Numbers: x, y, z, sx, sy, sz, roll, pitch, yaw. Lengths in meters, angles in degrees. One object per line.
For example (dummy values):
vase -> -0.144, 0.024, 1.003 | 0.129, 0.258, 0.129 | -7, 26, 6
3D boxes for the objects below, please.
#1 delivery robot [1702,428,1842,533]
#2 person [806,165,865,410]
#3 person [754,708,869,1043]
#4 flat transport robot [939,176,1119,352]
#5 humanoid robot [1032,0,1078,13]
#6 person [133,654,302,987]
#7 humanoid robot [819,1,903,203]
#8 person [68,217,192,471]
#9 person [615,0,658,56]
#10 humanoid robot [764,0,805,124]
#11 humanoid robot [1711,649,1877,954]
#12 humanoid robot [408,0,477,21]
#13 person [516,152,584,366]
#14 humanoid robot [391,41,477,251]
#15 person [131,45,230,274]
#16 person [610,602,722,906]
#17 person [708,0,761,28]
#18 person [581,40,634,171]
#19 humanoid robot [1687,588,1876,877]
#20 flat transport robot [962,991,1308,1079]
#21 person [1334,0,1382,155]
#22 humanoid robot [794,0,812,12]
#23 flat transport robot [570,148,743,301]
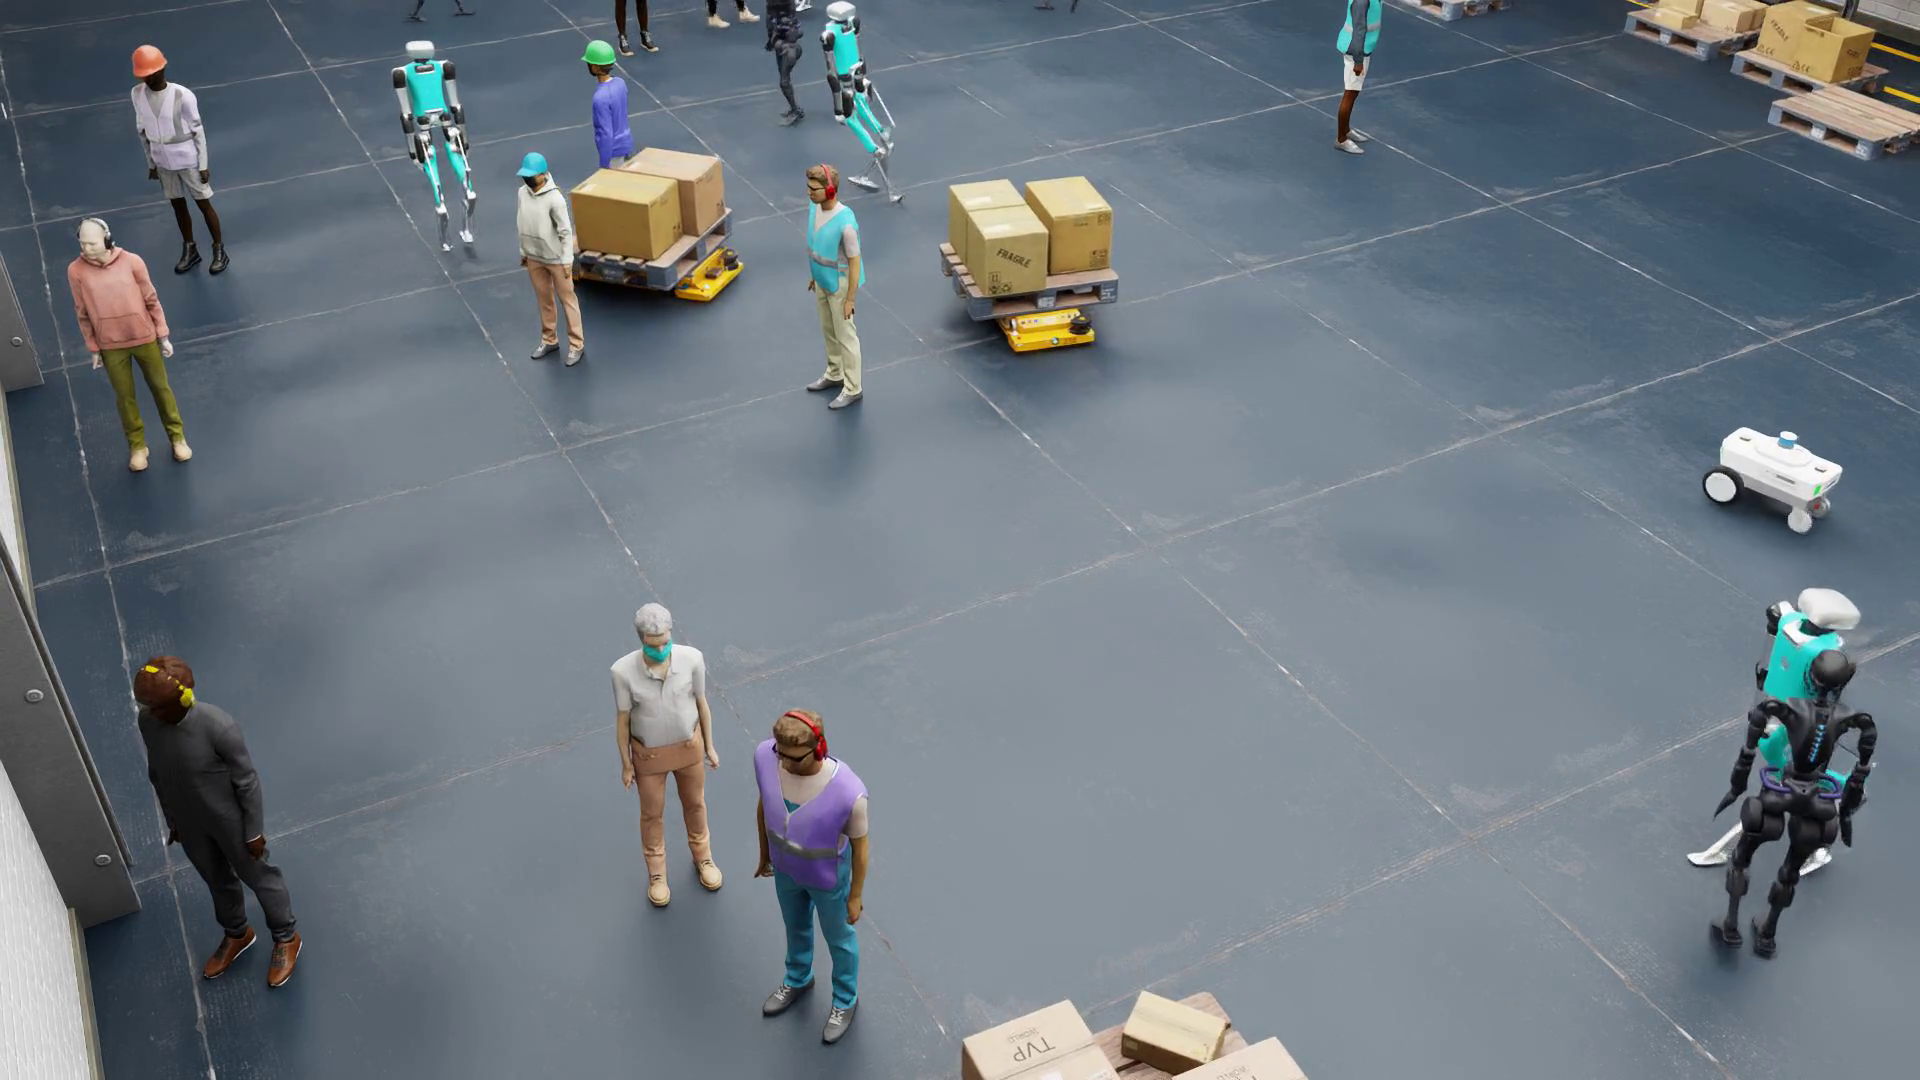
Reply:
delivery robot -> 5.440, -0.456, 11.098 | 0.499, 0.571, 0.756 | -27, 43, -33
person -> -0.893, -1.830, 11.955 | 0.373, 1.842, 0.568 | -20, 40, -26
person -> -0.641, 1.439, 7.290 | 0.562, 1.843, 0.391 | 19, 39, 25
flat transport robot -> 0.550, -1.965, 13.521 | 0.659, 0.231, 1.431 | -9, 36, -13
humanoid robot -> 1.160, -7.056, 19.571 | 0.600, 1.637, 0.593 | 7, 36, 10
person -> -3.366, 1.265, 7.512 | 0.491, 1.874, 0.355 | 7, 36, 9
humanoid robot -> -0.781, -3.891, 15.054 | 0.862, 1.842, 0.537 | 18, 39, 23
person -> -5.634, -1.347, 11.275 | 0.523, 1.835, 0.371 | -14, 37, -18
person -> -3.655, -6.329, 18.285 | 0.605, 1.958, 0.374 | -19, 39, -25
humanoid robot -> -1.738, -5.024, 16.663 | 0.371, 1.650, 0.595 | -20, 40, -27
humanoid robot -> 3.879, 1.226, 7.742 | 0.594, 1.634, 0.391 | 9, 36, 13
humanoid robot -> -6.156, -6.880, 19.352 | 0.780, 1.625, 0.599 | -4, 35, -6
person -> -3.099, -2.117, 12.512 | 0.462, 1.676, 0.368 | 14, 37, 19
humanoid robot -> -4.355, -3.265, 14.103 | 0.548, 1.757, 0.835 | -20, 40, -26
person -> -6.471, -3.132, 13.736 | 0.543, 1.936, 0.354 | 3, 35, 4
person -> -1.405, 1.017, 7.977 | 0.469, 1.745, 0.321 | -13, 37, -18
person -> -2.633, -6.719, 19.083 | 0.705, 1.677, 0.538 | 2, 35, 3
person -> -2.923, -3.272, 13.993 | 0.340, 1.873, 0.461 | 7, 36, 10
humanoid robot -> 4.182, 0.959, 8.078 | 0.952, 1.767, 0.537 | -6, 36, -9
flat transport robot -> 0.761, 2.651, 6.930 | 0.659, 0.231, 1.431 | -15, 38, -20
person -> 3.830, -4.710, 15.985 | 0.418, 1.940, 0.552 | 11, 37, 15
humanoid robot -> -1.850, -7.051, 19.384 | 0.735, 1.681, 0.533 | -19, 39, -25
flat transport robot -> -2.619, -2.326, 14.037 | 1.431, 0.231, 0.659 | 11, 37, 16
